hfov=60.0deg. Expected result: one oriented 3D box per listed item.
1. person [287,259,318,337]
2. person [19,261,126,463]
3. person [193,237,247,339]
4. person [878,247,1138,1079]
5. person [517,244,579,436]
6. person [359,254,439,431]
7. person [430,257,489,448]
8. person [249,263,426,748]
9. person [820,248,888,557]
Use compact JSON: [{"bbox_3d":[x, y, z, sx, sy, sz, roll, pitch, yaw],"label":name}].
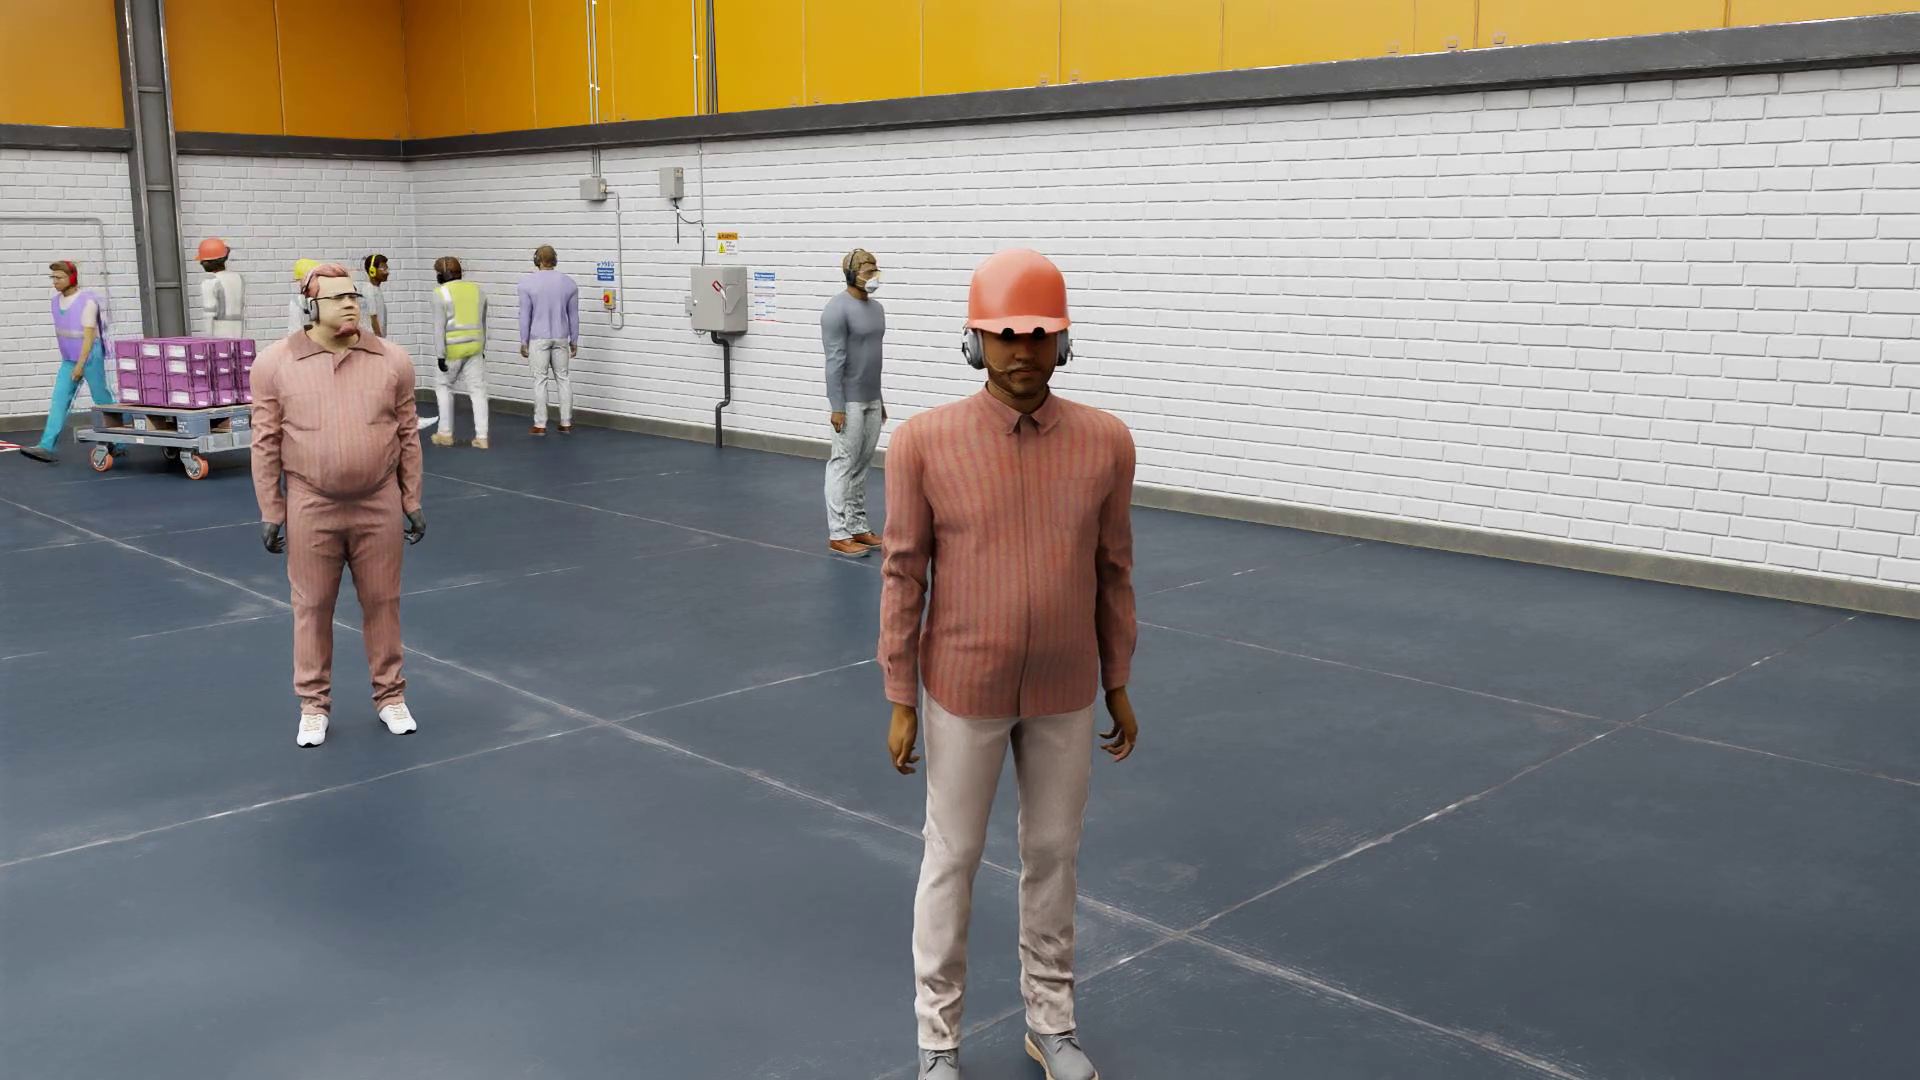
[{"bbox_3d":[-5.908,-1.679,15.337,0.428,1.804,0.595,7,12,32],"label":"person"},{"bbox_3d":[-7.899,-1.571,14.792,0.562,1.783,0.965,4,11,23],"label":"person"},{"bbox_3d":[-7.263,-1.974,16.413,0.686,2.000,0.649,3,11,16],"label":"person"},{"bbox_3d":[0.124,0.337,3.828,0.619,1.992,0.396,-3,11,-15],"label":"person"},{"bbox_3d":[-4.163,-2.017,16.859,0.628,1.933,0.370,-7,12,-33],"label":"person"},{"bbox_3d":[-5.807,-1.958,16.826,0.927,1.822,0.526,-1,10,-7],"label":"person"},{"bbox_3d":[-4.810,-1.787,15.903,0.791,1.811,0.694,10,14,42],"label":"person"},{"bbox_3d":[-2.466,-0.138,6.651,0.651,1.911,0.409,-6,12,-28],"label":"person"},{"bbox_3d":[-0.655,-0.874,10.588,0.374,1.939,0.628,5,11,25],"label":"person"}]
